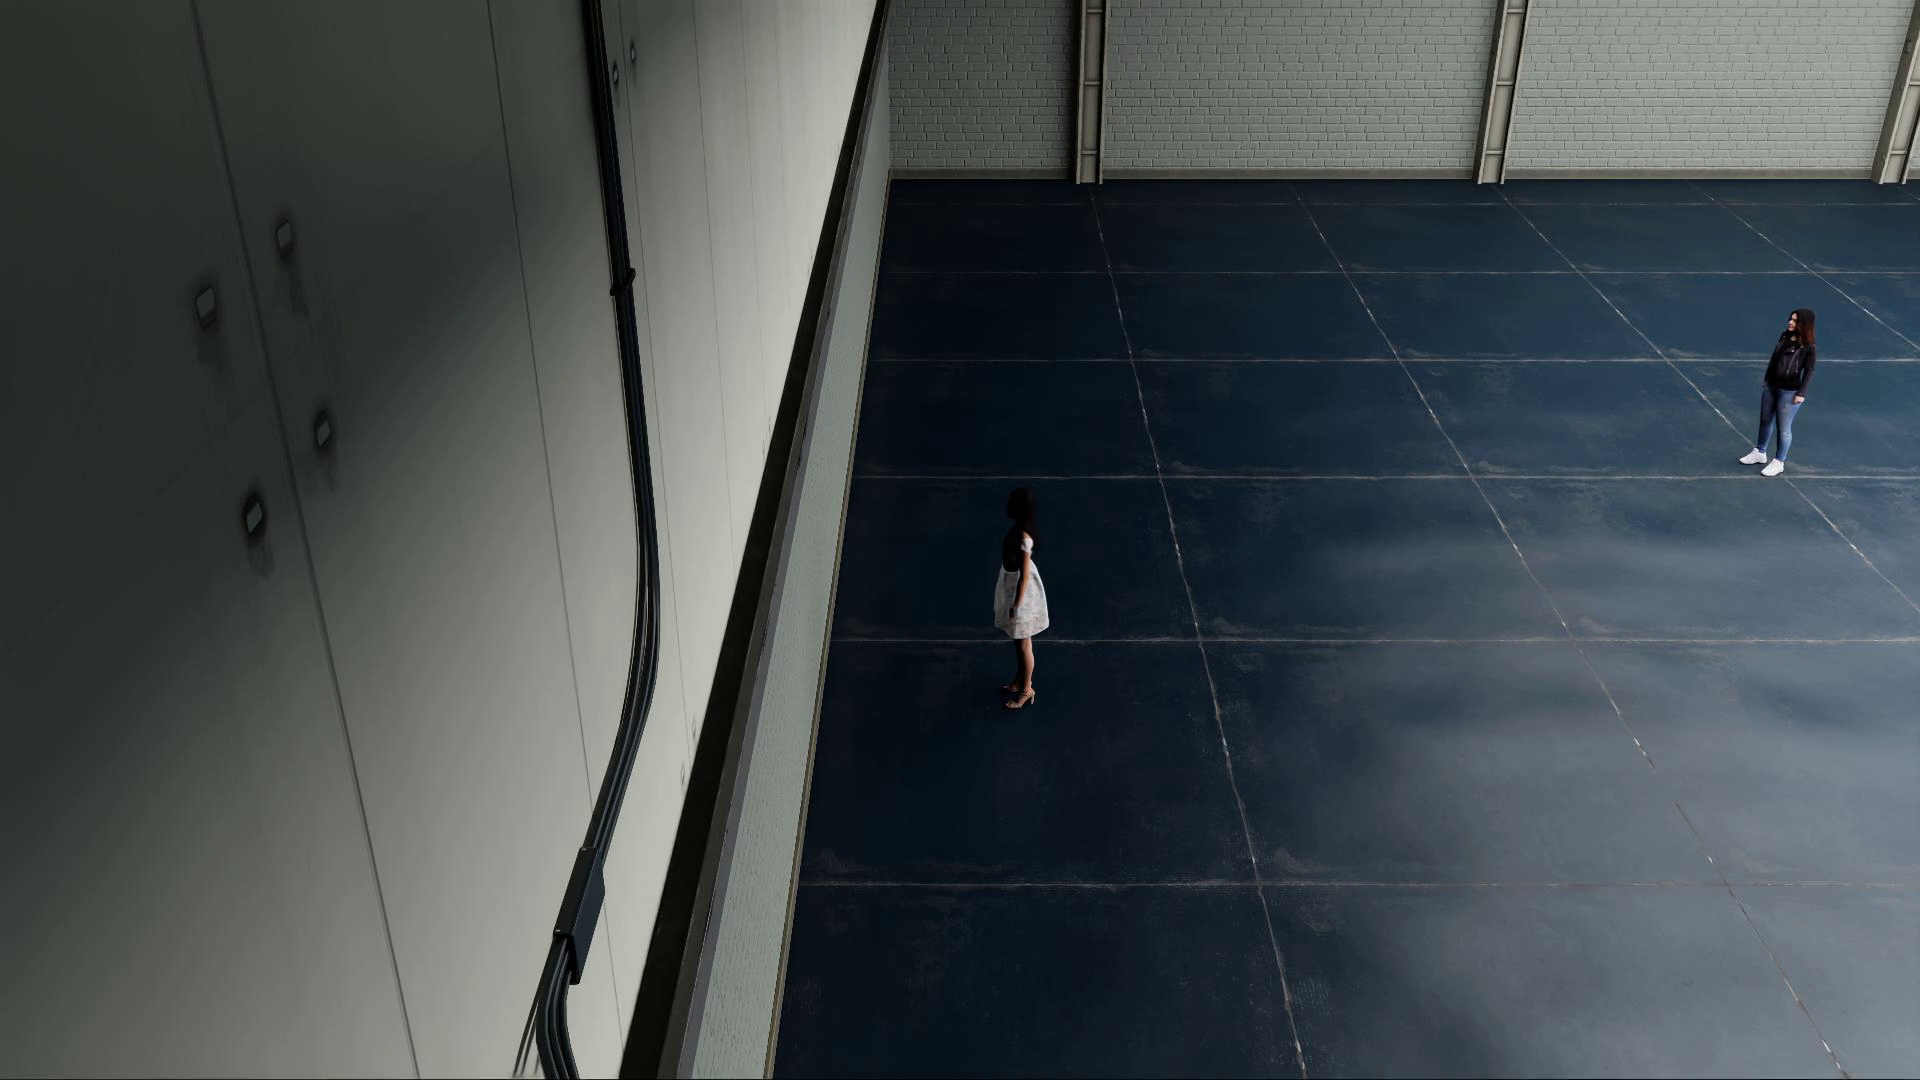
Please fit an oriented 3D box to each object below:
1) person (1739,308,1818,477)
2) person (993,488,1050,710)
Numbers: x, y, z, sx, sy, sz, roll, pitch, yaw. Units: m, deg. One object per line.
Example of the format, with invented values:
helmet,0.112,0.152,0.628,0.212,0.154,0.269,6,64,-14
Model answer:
person,7.814,-1.423,15.778,0.672,1.634,0.711,-9,29,-16
person,0.436,0.420,12.168,0.608,1.775,0.628,0,28,0
